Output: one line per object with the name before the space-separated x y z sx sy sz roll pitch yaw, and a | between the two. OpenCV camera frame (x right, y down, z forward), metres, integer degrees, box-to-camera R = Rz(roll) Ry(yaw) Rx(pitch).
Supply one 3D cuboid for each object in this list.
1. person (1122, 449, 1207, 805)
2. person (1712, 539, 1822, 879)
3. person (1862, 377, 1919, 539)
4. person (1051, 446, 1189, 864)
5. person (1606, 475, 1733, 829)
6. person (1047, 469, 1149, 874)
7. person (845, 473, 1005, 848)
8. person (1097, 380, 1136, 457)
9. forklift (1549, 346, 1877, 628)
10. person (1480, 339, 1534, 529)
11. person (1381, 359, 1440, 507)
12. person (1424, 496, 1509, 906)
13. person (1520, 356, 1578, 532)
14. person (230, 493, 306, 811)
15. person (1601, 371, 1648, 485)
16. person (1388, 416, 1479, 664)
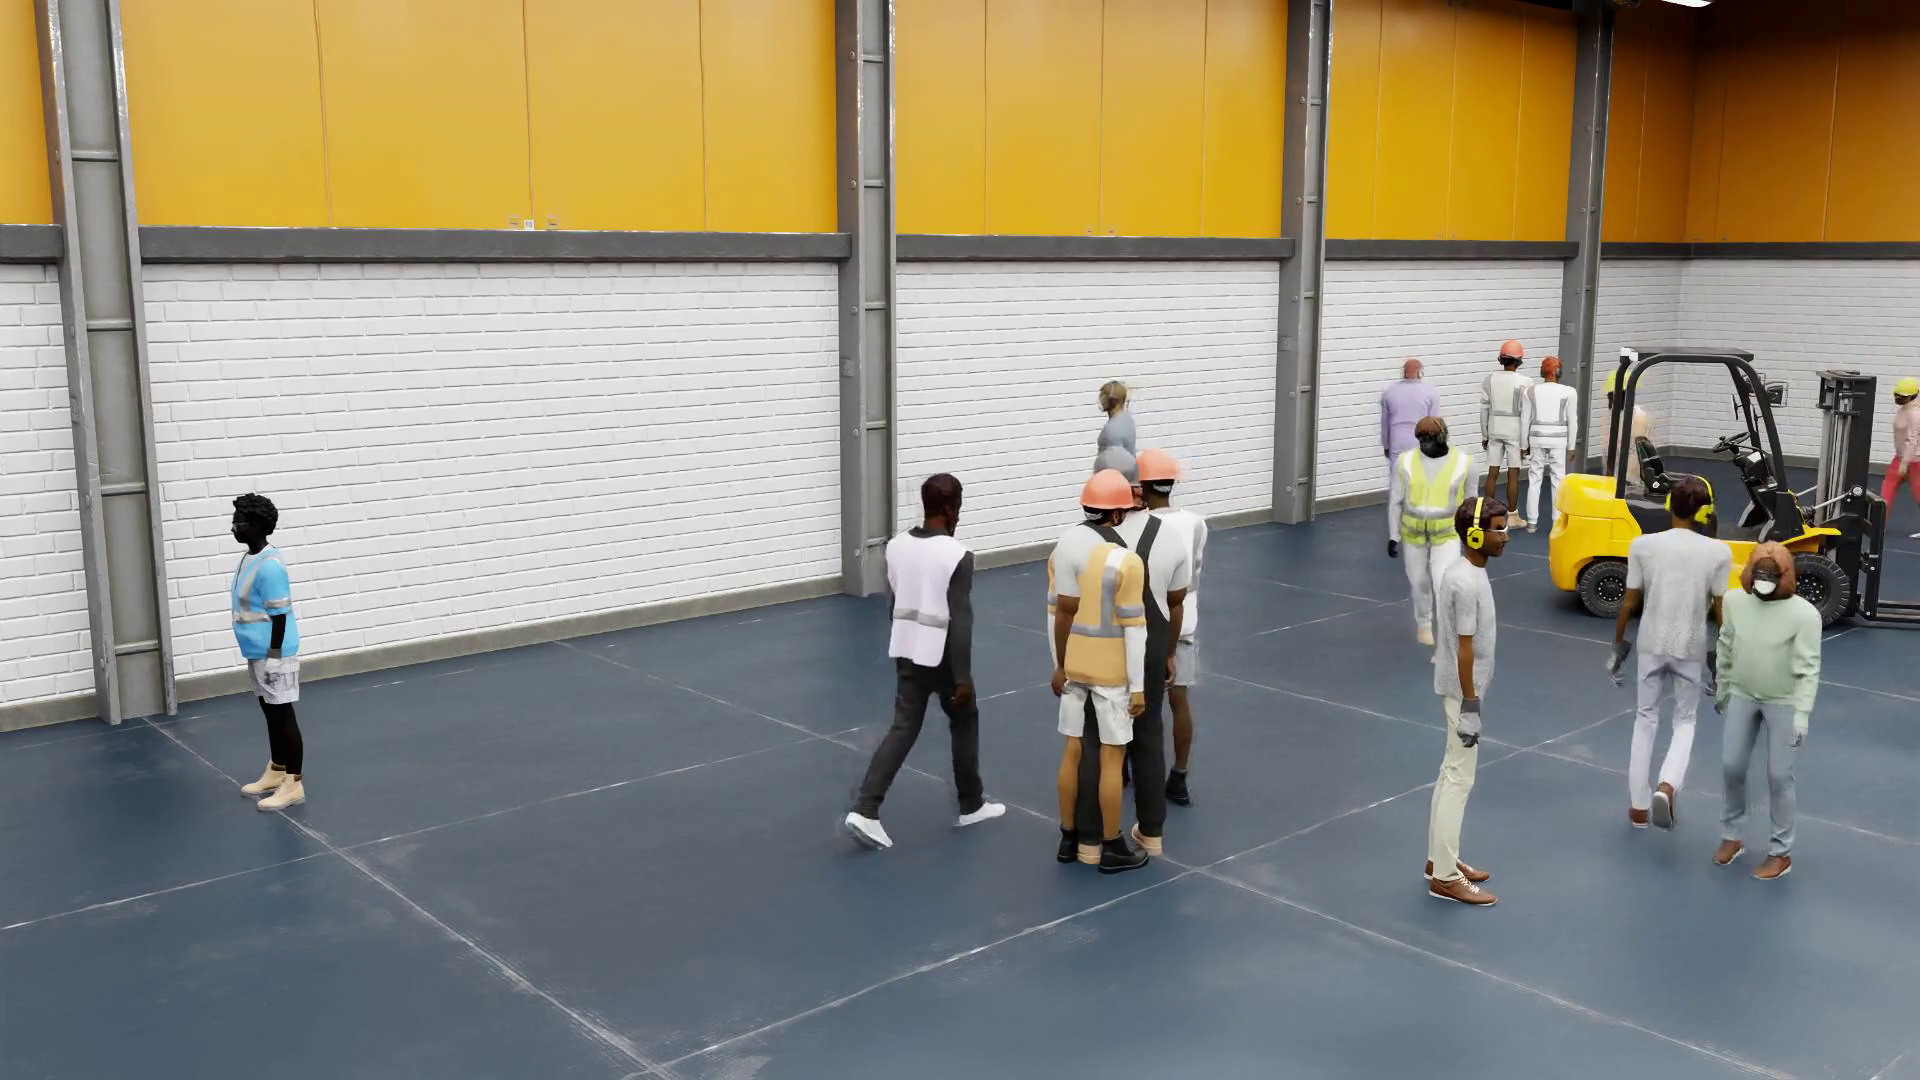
person | 1.046 0.447 9.124 0.554 1.899 0.861 -4 10 -20
person | 3.833 0.790 7.934 0.329 1.624 0.545 -8 12 -38
person | 9.773 -0.840 17.242 0.897 1.695 0.582 1 10 6
person | 0.738 0.548 8.134 0.688 2.000 0.536 -3 10 -19
person | 3.579 0.594 8.434 0.601 1.849 0.513 5 11 25
person | 0.678 0.623 7.991 0.548 1.937 0.379 9 13 43
person | -0.187 0.597 8.374 0.598 1.872 0.974 9 13 43
person | 1.383 -0.411 14.155 0.922 1.912 0.634 2 10 12
forklift | 6.109 -0.478 13.691 2.313 2.155 1.214 3 10 16
person | 5.928 -1.143 18.011 0.366 2.048 0.610 -10 14 -44
person | 4.859 -1.028 17.947 0.651 1.845 1.039 5 11 26
person | 2.336 0.719 7.633 0.312 1.869 0.538 2 10 13
person | 6.250 -1.005 17.677 0.572 1.886 0.354 5 11 26
person | -3.709 0.589 8.891 0.321 1.697 0.530 -7 12 -34
person | 5.985 -0.604 15.294 0.891 1.888 0.599 -3 10 -18
person | 3.508 -0.029 12.313 0.636 1.793 0.876 5 11 28
